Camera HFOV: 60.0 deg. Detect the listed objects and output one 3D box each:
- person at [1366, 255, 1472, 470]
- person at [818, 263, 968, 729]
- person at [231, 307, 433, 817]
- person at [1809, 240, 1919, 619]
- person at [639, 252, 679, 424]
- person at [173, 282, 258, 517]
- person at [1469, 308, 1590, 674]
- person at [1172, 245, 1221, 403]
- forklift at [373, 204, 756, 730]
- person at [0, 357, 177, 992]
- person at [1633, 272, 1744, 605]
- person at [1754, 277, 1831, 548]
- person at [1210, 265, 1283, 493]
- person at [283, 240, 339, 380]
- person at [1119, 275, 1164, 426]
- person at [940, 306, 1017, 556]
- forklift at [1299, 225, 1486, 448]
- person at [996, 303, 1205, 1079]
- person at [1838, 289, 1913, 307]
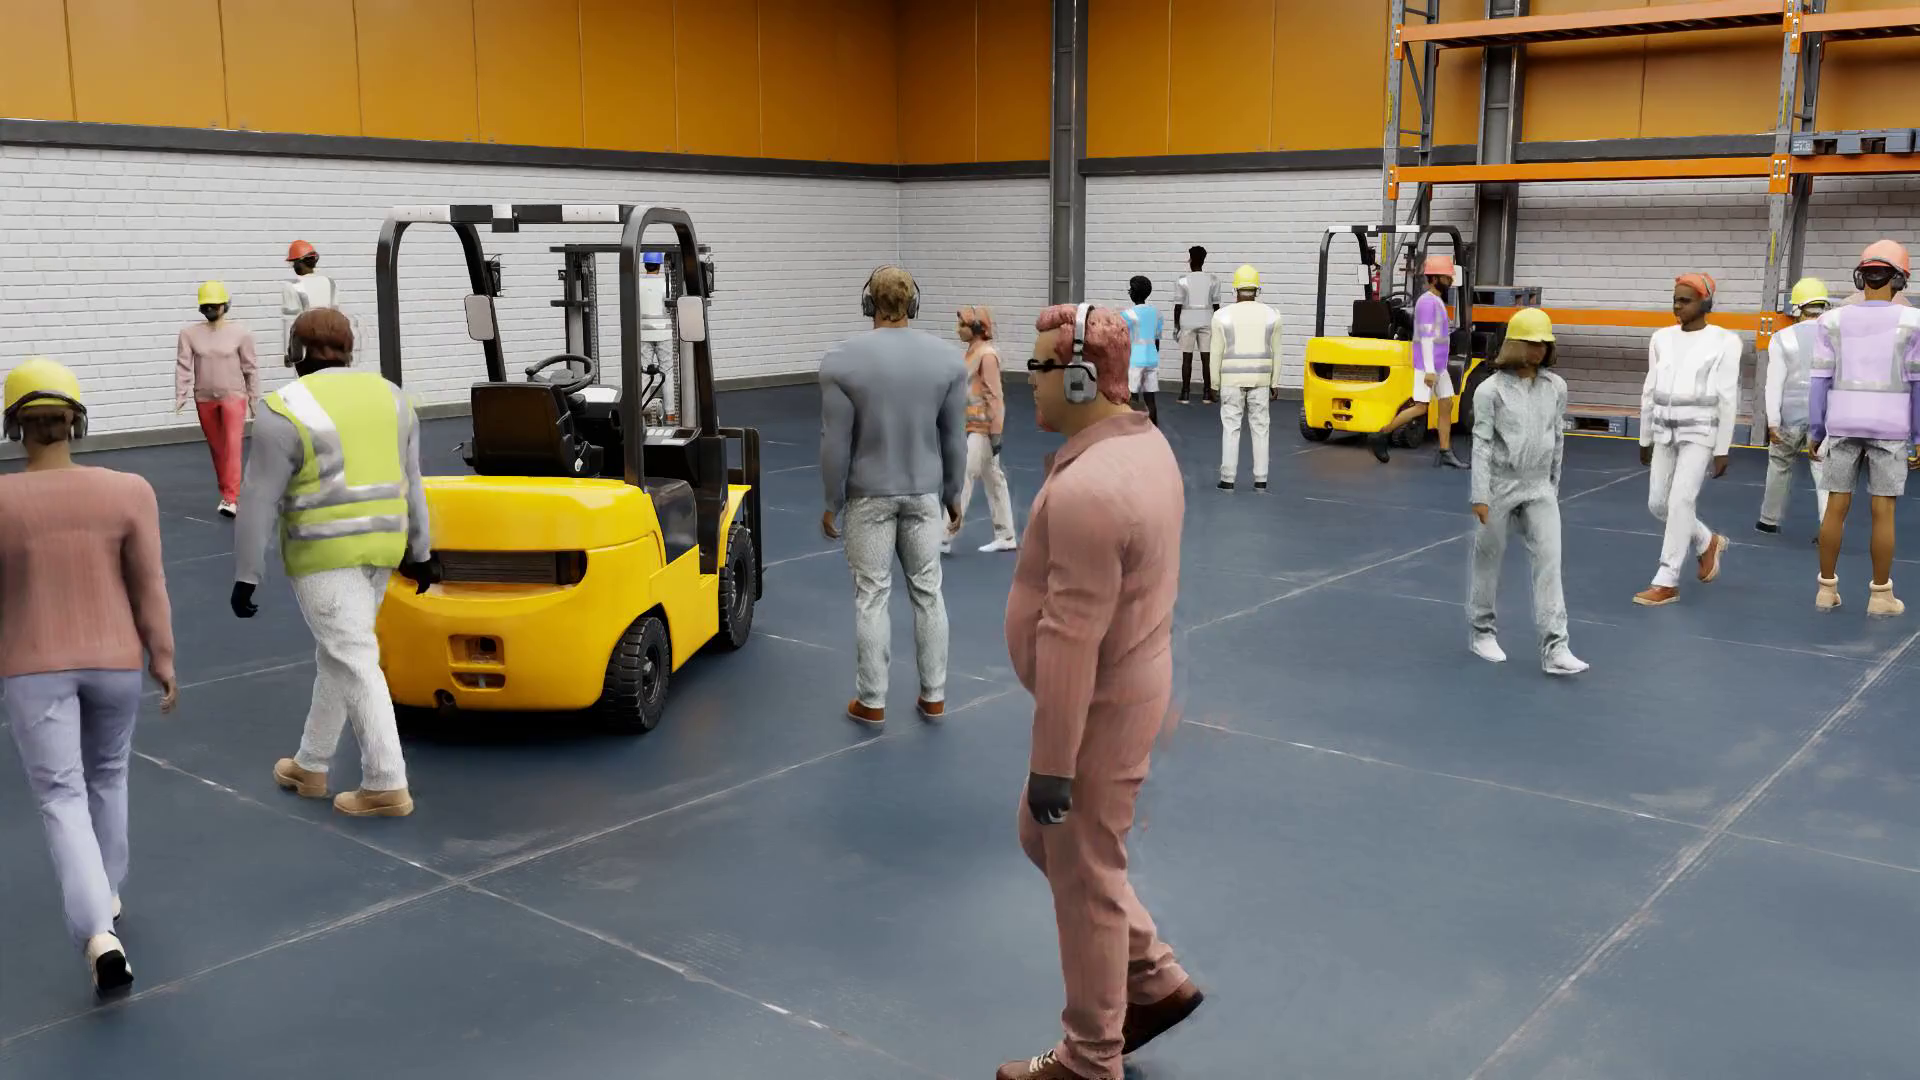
[{"bbox_3d":[4.143,-1.586,14.866,0.869,1.914,0.554,6,12,30],"label":"person"},{"bbox_3d":[-0.275,-0.175,6.953,0.635,1.937,0.352,-3,11,-17],"label":"person"},{"bbox_3d":[-2.278,0.077,5.950,0.819,1.788,0.718,5,11,27],"label":"person"},{"bbox_3d":[4.923,-0.594,9.012,0.605,2.034,0.391,9,14,42],"label":"person"},{"bbox_3d":[-3.372,-2.241,18.374,0.615,1.946,0.391,0,10,-2],"label":"person"},{"bbox_3d":[-5.466,-1.020,12.228,0.542,1.728,0.896,-2,10,-9],"label":"person"},{"bbox_3d":[2.660,-0.216,7.781,0.513,1.707,0.830,-2,10,-11],"label":"person"},{"bbox_3d":[2.951,-2.682,20.765,0.607,1.966,0.367,-1,10,-3],"label":"person"},{"bbox_3d":[-1.766,-0.406,7.525,1.214,2.155,2.313,1,10,7],"label":"forklift"},{"bbox_3d":[-2.462,0.353,4.629,0.524,1.718,0.883,-8,13,-37],"label":"person"},{"bbox_3d":[4.129,-0.574,9.384,0.742,1.861,0.583,-6,12,-28],"label":"person"},{"bbox_3d":[5.684,-0.850,11.122,0.593,1.795,0.908,1,10,8],"label":"person"},{"bbox_3d":[2.292,-1.288,13.402,0.586,1.837,0.403,-1,10,-3],"label":"person"},{"bbox_3d":[-6.355,-1.908,16.303,0.413,2.034,0.616,6,12,31],"label":"person"},{"bbox_3d":[1.724,-1.694,16.035,0.535,1.700,0.318,-8,13,-37],"label":"person"},{"bbox_3d":[0.022,-0.691,10.709,0.792,1.601,0.549,-2,10,-12],"label":"person"},{"bbox_3d":[4.449,-2.115,16.993,1.214,2.155,2.313,8,13,38],"label":"forklift"},{"bbox_3d":[0.283,0.400,3.877,0.425,1.892,0.674,3,11,16],"label":"person"},{"bbox_3d":[8.097,-1.551,14.814,0.658,1.859,0.969,2,10,10],"label":"person"}]
